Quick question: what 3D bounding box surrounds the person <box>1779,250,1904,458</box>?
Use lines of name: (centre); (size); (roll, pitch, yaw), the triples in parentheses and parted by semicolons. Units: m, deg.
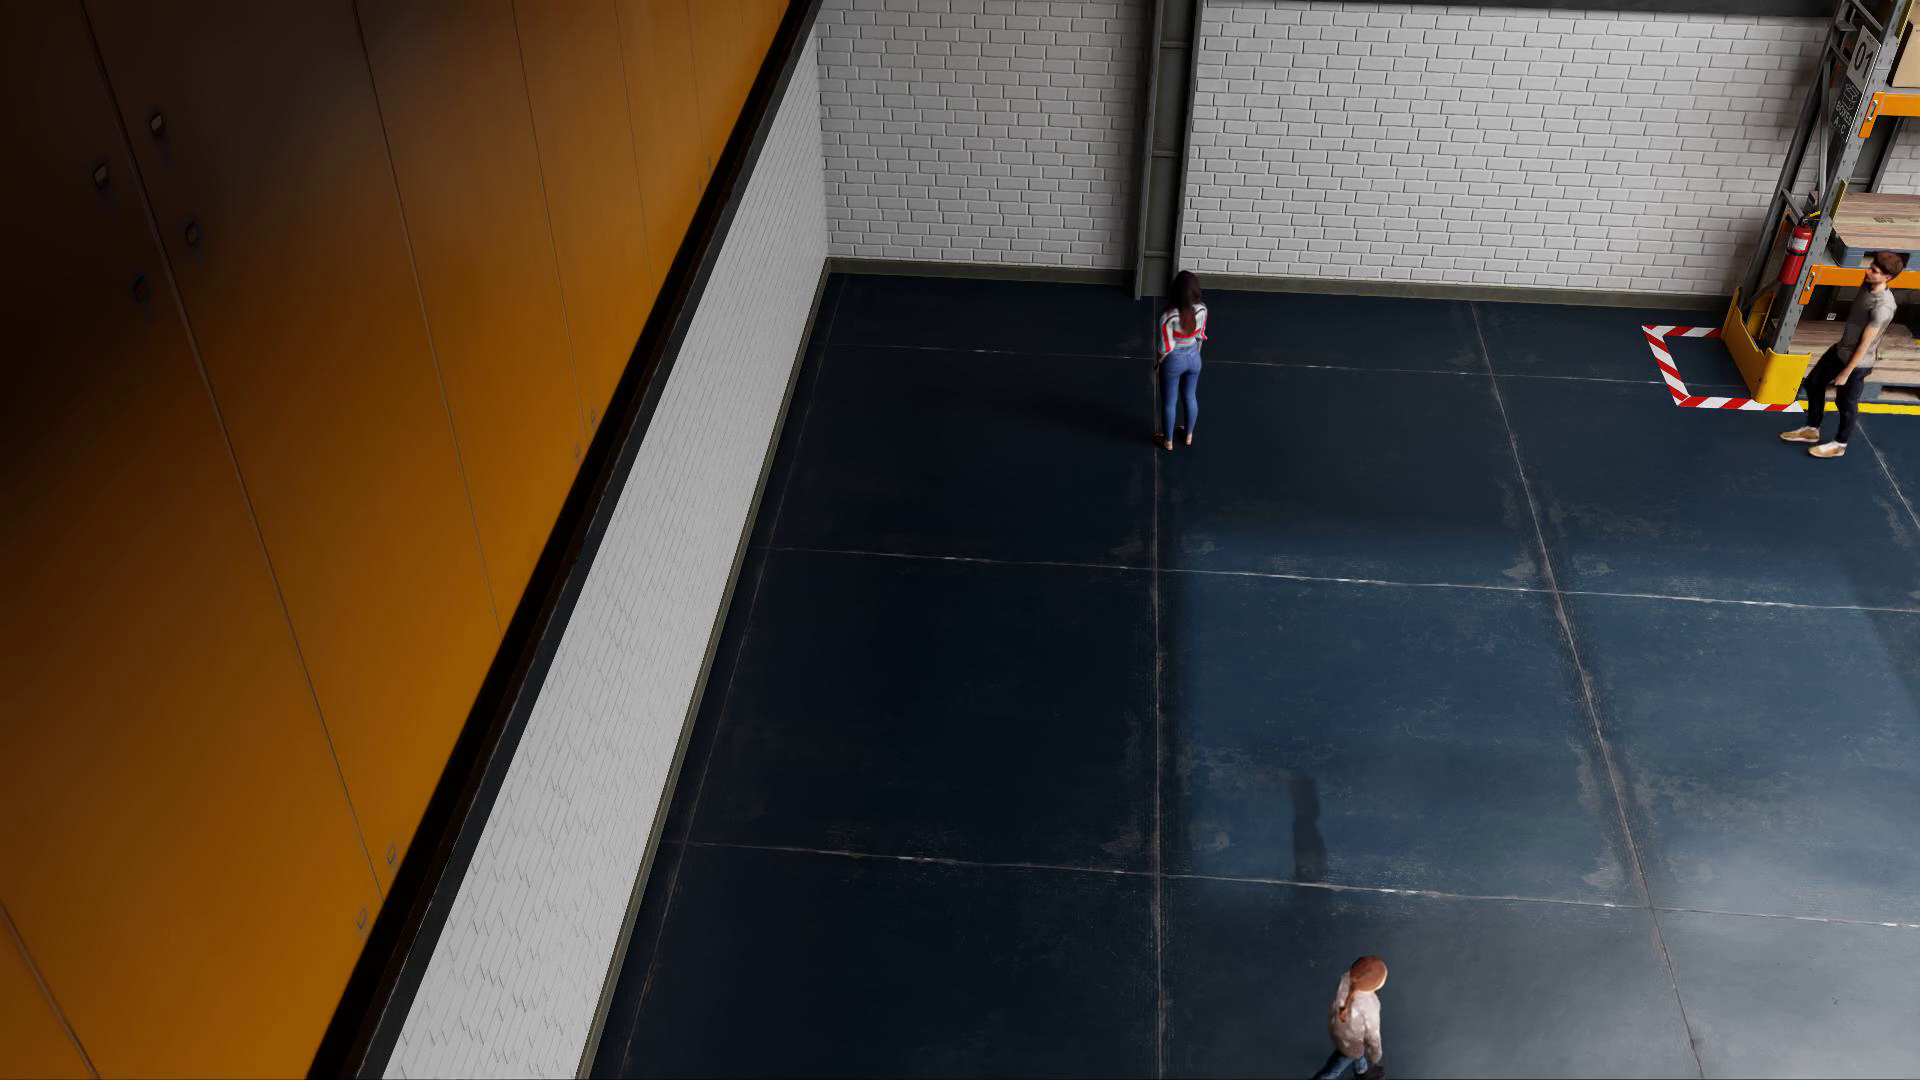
person: (7.243, -1.463, 13.321); (0.710, 1.875, 0.674); (4, 39, 5)

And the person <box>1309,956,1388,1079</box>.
person: (2.018, 2.616, 8.777); (0.892, 1.173, 0.685); (-10, 40, -13)

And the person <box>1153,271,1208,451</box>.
person: (1.797, -1.462, 13.530); (0.587, 1.613, 0.716); (-14, 41, -17)
